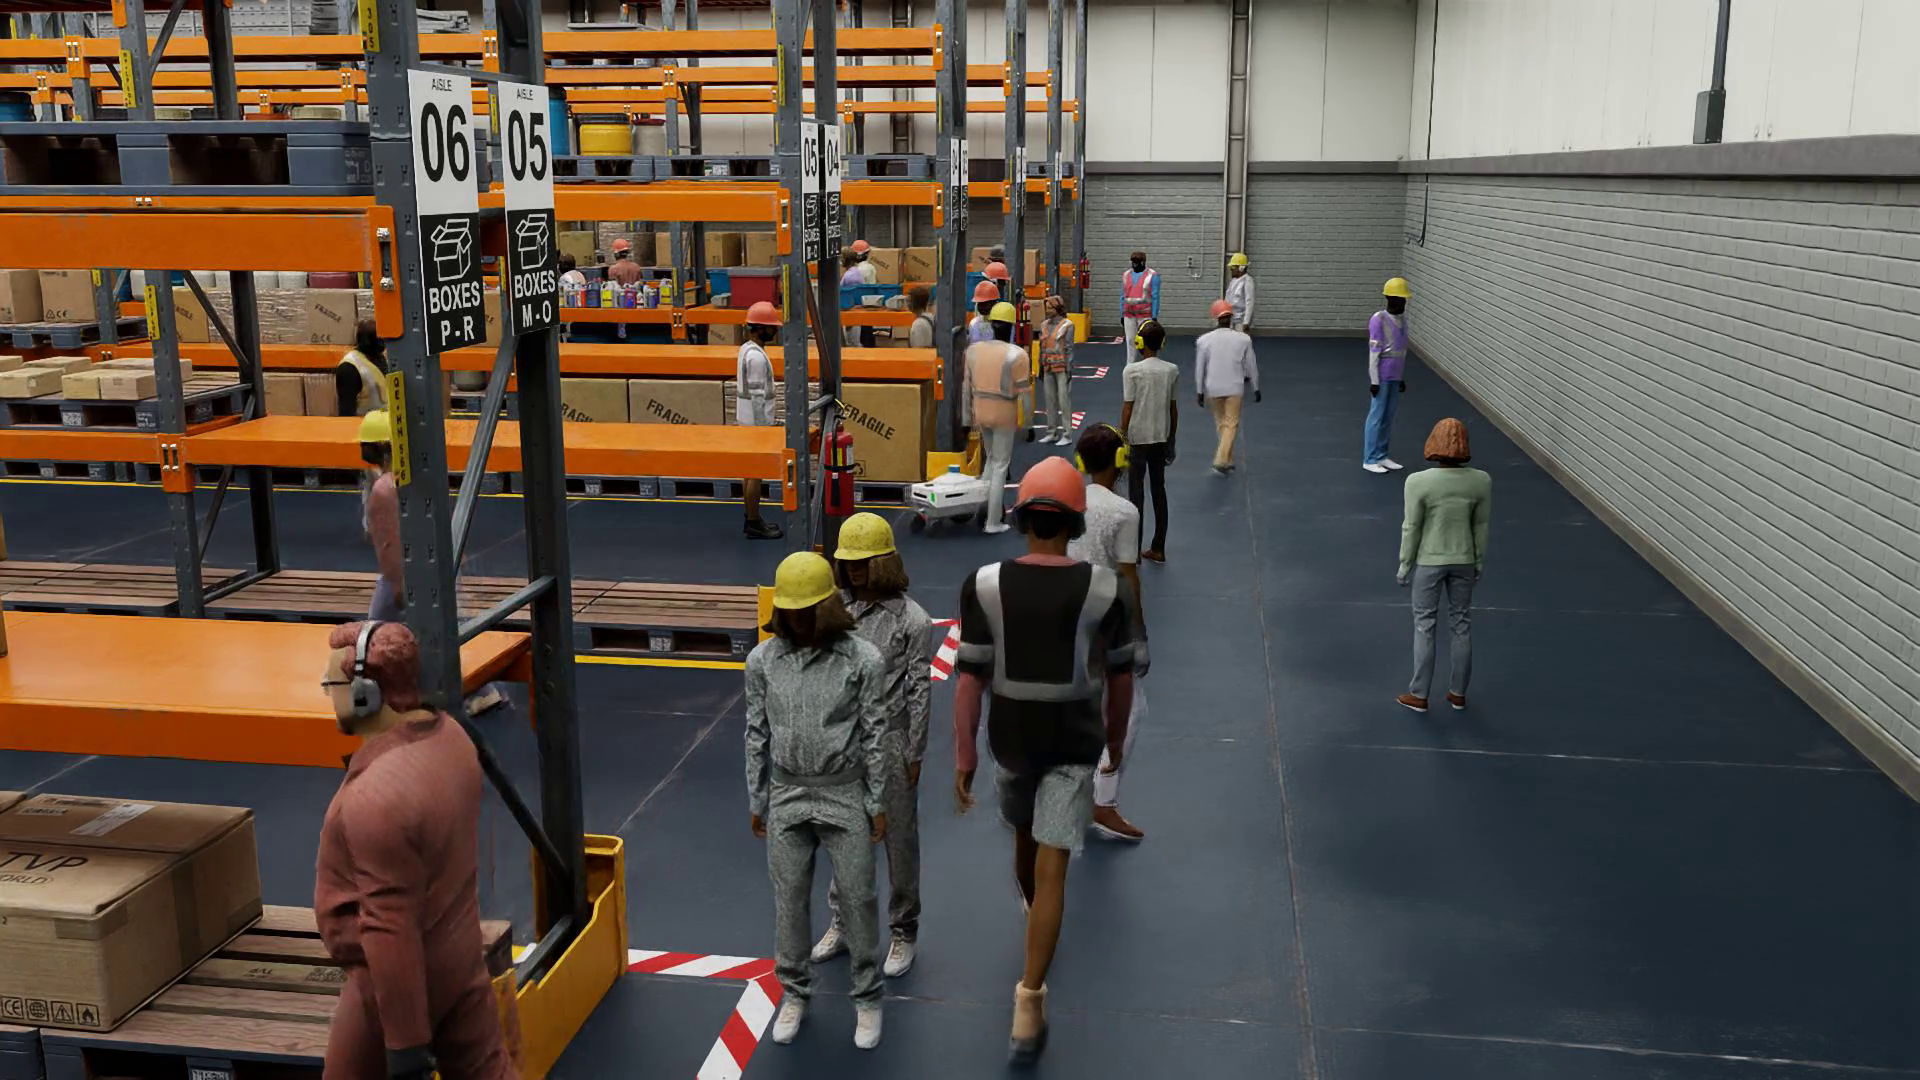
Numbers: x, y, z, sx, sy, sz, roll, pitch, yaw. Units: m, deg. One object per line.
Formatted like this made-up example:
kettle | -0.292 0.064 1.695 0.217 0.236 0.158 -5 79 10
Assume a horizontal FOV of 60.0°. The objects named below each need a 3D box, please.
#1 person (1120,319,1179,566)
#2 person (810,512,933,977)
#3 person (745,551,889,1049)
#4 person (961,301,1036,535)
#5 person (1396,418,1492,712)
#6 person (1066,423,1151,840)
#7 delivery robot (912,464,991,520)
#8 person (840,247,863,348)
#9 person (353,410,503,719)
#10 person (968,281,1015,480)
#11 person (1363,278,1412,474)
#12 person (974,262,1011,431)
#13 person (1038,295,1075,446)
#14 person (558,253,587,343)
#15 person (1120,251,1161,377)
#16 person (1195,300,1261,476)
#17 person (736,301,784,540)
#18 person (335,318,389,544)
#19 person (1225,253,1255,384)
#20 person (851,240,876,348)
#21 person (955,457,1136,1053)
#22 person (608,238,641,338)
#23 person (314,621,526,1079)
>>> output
person | 1.410 -0.729 12.583 0.515 1.866 0.332 -7 14 -28
person | -0.338 0.752 6.156 0.485 1.744 0.294 5 14 23
person | -0.486 0.879 5.611 0.494 1.730 0.324 2 13 8
person | 0.339 -0.998 13.674 0.599 1.907 0.515 9 15 34
person | 2.655 0.142 9.161 0.502 1.633 0.280 -2 13 -8
person | 0.619 0.410 7.493 0.464 1.844 0.606 -11 17 -41
delivery robot | -0.049 -0.381 13.758 0.707 0.478 0.477 -9 16 -36
person | -1.491 -3.054 22.890 0.354 1.937 0.635 0 12 1
person | -2.922 0.159 8.888 0.901 1.725 0.537 0 12 1
person | 0.266 -1.518 15.985 0.545 1.929 0.387 12 17 42
person | 4.260 -1.633 16.501 0.388 1.926 0.590 12 17 42
person | 0.353 -2.056 18.301 0.408 1.980 0.626 -3 13 -12
person | 1.053 -1.848 18.148 0.315 1.631 0.524 -11 16 -40
person | -5.405 -3.048 23.085 0.430 1.843 0.626 3 13 13
person | 2.575 -3.242 24.005 0.632 1.833 0.430 8 15 33
person | 2.610 -1.481 16.307 0.626 1.717 0.595 5 13 22
person | -1.610 -0.963 13.481 0.389 1.929 0.544 -3 13 -14
person | -4.574 -0.847 13.198 0.636 1.819 0.643 2 13 11
person | 3.916 -3.113 23.401 0.404 1.829 0.600 -3 13 -13
person | -1.399 -3.292 23.843 0.395 1.990 0.625 4 13 16
person | 0.310 0.693 5.872 0.608 1.972 1.118 3 13 14
person | -4.895 -3.386 24.263 0.378 1.995 0.609 8 15 32
person | -1.411 1.104 4.327 1.002 1.860 0.661 1 13 3
